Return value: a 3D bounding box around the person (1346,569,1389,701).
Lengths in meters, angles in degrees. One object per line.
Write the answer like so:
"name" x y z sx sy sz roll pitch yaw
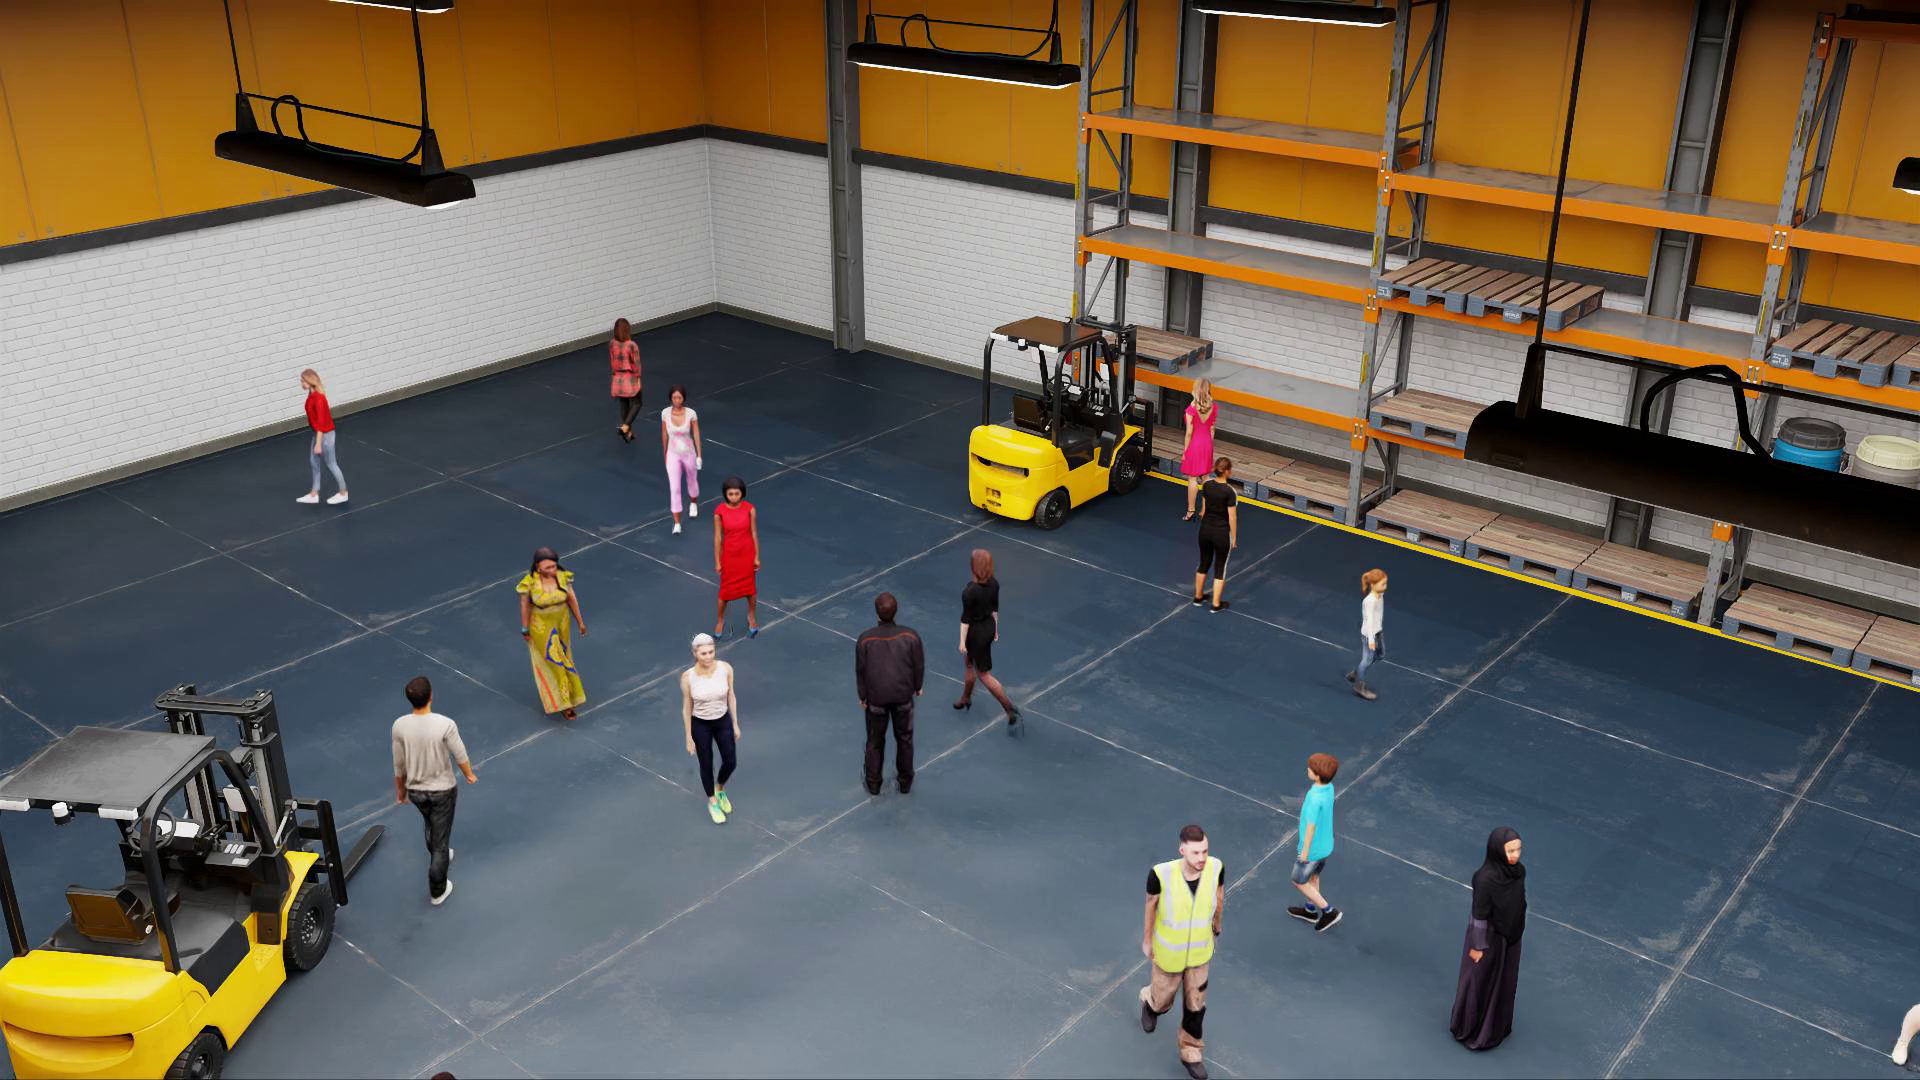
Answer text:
"person" 3.741 0.855 15.398 0.585 1.310 0.534 13 27 27

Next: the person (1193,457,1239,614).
"person" 2.623 -0.066 17.059 0.666 1.665 0.468 -22 32 -40

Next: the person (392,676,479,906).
"person" -3.971 1.907 12.398 0.968 1.784 0.992 3 24 6

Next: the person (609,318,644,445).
"person" -4.351 -2.013 21.482 0.818 1.690 0.824 8 25 17

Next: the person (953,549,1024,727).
"person" 0.238 0.912 14.814 1.019 1.672 0.591 18 29 35

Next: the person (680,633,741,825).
"person" -2.049 1.481 13.482 0.735 1.696 0.754 -11 26 -23

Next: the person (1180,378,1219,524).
"person" 2.766 -1.046 19.222 0.654 1.728 0.667 -11 26 -23

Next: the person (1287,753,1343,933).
"person" 2.650 2.217 12.116 0.701 1.441 0.588 13 27 27

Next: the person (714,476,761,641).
"person" -2.207 0.167 16.451 0.767 1.725 0.801 -5 24 -10

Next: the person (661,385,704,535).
"person" -3.172 -0.965 19.089 1.132 1.687 1.177 -1 24 -3

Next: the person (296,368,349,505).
"person" -7.460 -1.224 19.676 0.833 1.692 0.838 -14 27 -29

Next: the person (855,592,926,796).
"person" -0.572 1.285 13.753 0.800 1.838 0.856 -2 24 -5

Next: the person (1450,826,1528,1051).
"person" 3.532 2.607 11.009 0.671 1.614 0.686 -14 27 -28

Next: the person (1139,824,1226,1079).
"person" 1.416 2.595 10.763 1.006 1.832 1.092 -5 24 -11

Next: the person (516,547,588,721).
"person" -3.776 0.783 15.188 0.883 1.608 1.320 -21 31 -39
